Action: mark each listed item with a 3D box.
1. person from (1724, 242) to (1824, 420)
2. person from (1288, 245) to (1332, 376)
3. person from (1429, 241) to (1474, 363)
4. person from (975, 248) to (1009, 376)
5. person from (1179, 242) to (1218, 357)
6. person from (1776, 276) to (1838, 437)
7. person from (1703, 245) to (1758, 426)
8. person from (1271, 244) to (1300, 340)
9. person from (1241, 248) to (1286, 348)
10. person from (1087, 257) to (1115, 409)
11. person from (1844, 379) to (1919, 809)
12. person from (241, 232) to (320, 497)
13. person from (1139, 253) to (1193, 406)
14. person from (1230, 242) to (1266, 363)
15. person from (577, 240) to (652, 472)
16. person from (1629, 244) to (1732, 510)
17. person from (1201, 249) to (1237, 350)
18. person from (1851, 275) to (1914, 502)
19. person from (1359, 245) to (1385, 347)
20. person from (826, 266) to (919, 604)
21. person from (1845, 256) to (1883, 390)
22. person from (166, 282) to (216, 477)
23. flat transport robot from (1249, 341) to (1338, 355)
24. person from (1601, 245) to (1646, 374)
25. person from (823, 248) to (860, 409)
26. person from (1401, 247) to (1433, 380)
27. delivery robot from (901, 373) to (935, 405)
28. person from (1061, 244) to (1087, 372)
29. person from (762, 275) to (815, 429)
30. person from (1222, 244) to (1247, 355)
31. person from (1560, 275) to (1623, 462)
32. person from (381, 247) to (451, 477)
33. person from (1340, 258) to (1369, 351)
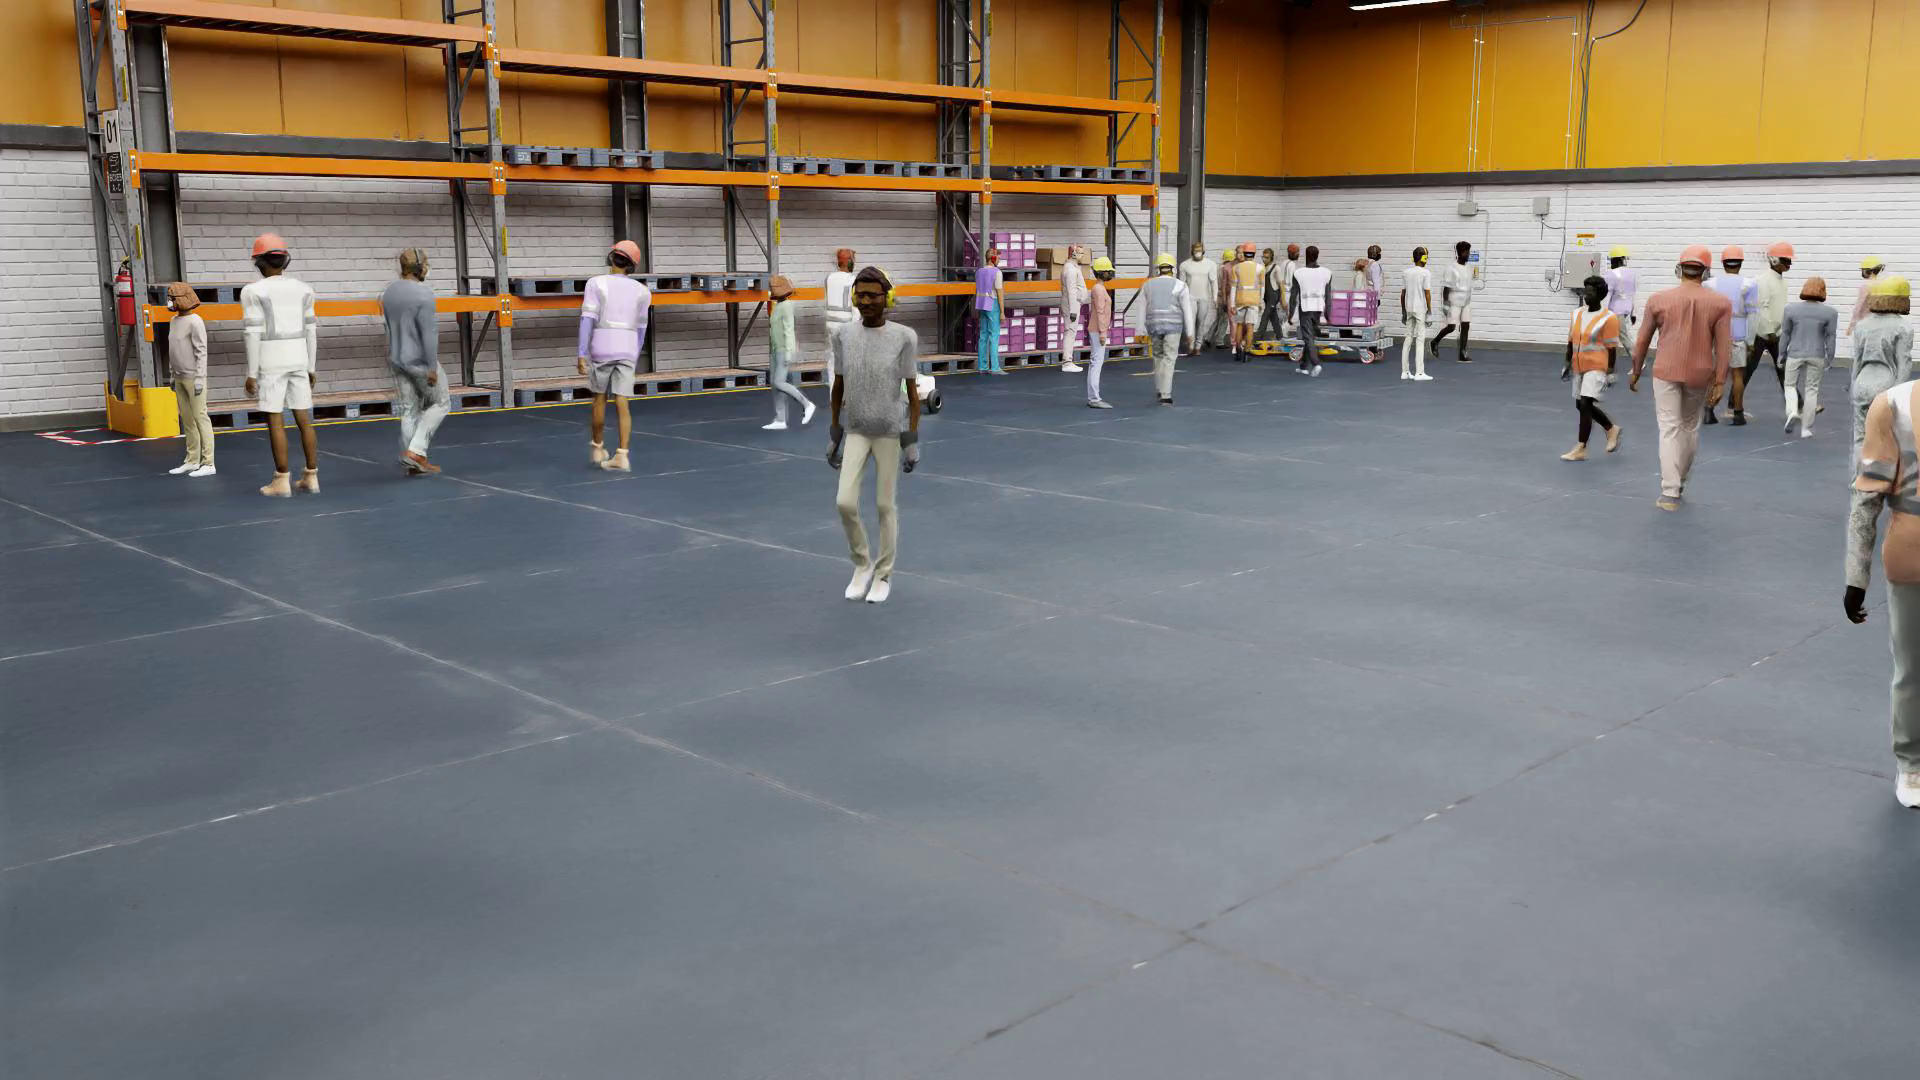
[{"bbox_3d":[8.900,-2.257,18.111,0.630,1.935,1.044,-8,13,-37],"label":"person"},{"bbox_3d":[5.076,-3.309,24.034,0.602,1.883,0.966,-2,11,-13],"label":"person"},{"bbox_3d":[7.910,-3.810,26.607,0.608,1.943,0.778,-6,12,-28],"label":"person"},{"bbox_3d":[0.430,-3.293,24.054,0.389,1.837,0.563,-8,13,-39],"label":"person"},{"bbox_3d":[3.974,-4.002,27.746,0.653,1.890,0.983,1,10,4],"label":"person"},{"bbox_3d":[8.444,-1.816,16.597,0.524,1.619,0.445,5,12,27],"label":"person"},{"bbox_3d":[8.218,-2.181,17.794,0.566,1.915,0.426,6,12,30],"label":"person"},{"bbox_3d":[5.754,-4.284,29.386,0.441,1.867,0.672,-1,10,-4],"label":"person"},{"bbox_3d":[5.284,-4.145,28.800,0.935,1.785,0.541,-3,11,-17],"label":"person"},{"bbox_3d":[1.656,-2.429,19.537,0.315,1.770,0.524,0,10,1],"label":"person"},{"bbox_3d":[3.311,0.079,5.572,0.604,1.880,1.016,6,12,29],"label":"person"},{"bbox_3d":[-5.283,-1.352,12.917,0.392,2.039,0.612,7,12,33],"label":"person"},{"bbox_3d":[2.494,-2.514,19.900,0.631,1.799,0.688,5,11,24],"label":"person"},{"bbox_3d":[4.612,-3.800,26.617,0.541,1.904,0.792,3,11,15],"label":"person"},{"bbox_3d":[-3.014,-1.598,14.441,0.701,1.976,0.770,-5,11,-25],"label":"person"},{"bbox_3d":[5.412,-1.236,12.549,0.629,1.943,0.982,2,11,12],"label":"person"},{"bbox_3d":[4.581,-4.229,29.317,0.642,1.786,0.651,1,10,8],"label":"person"},{"bbox_3d":[6.757,-1.076,12.241,0.398,1.728,0.493,-5,11,-25],"label":"person"},{"bbox_3d":[7.364,-4.333,29.715,0.429,1.842,0.635,-2,11,-10],"label":"person"},{"bbox_3d":[-0.488,-0.560,9.100,0.561,1.853,0.457,2,11,12],"label":"person"},{"bbox_3d":[11.582,-2.757,21.346,0.540,1.744,0.647,-7,13,-34],"label":"person"},{"bbox_3d":[-6.515,-1.353,14.033,0.498,1.633,0.285,8,13,37],"label":"person"},{"bbox_3d":[5.602,-3.258,28.141,1.431,0.197,0.652,-1,10,-3],"label":"flat transport robot"},{"bbox_3d":[9.708,-3.378,24.426,0.596,1.880,0.987,-8,13,-37],"label":"person"},{"bbox_3d":[-1.358,-2.456,19.417,0.596,1.871,0.461,7,13,35],"label":"person"},{"bbox_3d":[6.408,-3.168,23.320,0.328,1.861,0.518,-8,13,-36],"label":"person"},{"bbox_3d":[-0.577,-1.723,18.737,0.477,0.478,0.707,5,12,27],"label":"delivery robot"},{"bbox_3d":[1.696,-3.450,24.765,0.400,1.900,0.636,0,10,1],"label":"person"},{"bbox_3d":[-1.815,-1.951,17.341,0.451,1.613,0.513,-5,11,-25],"label":"person"},{"bbox_3d":[4.807,-4.130,28.523,0.643,1.881,0.779,1,10,8],"label":"person"},{"bbox_3d":[5.755,-1.550,14.981,0.728,1.673,0.535,-4,11,-20],"label":"person"},{"bbox_3d":[-4.533,-1.470,13.896,0.628,1.926,0.427,7,12,32],"label":"person"},{"bbox_3d":[6.989,-4.073,28.900,0.727,1.609,0.561,1,10,3],"label":"person"}]
